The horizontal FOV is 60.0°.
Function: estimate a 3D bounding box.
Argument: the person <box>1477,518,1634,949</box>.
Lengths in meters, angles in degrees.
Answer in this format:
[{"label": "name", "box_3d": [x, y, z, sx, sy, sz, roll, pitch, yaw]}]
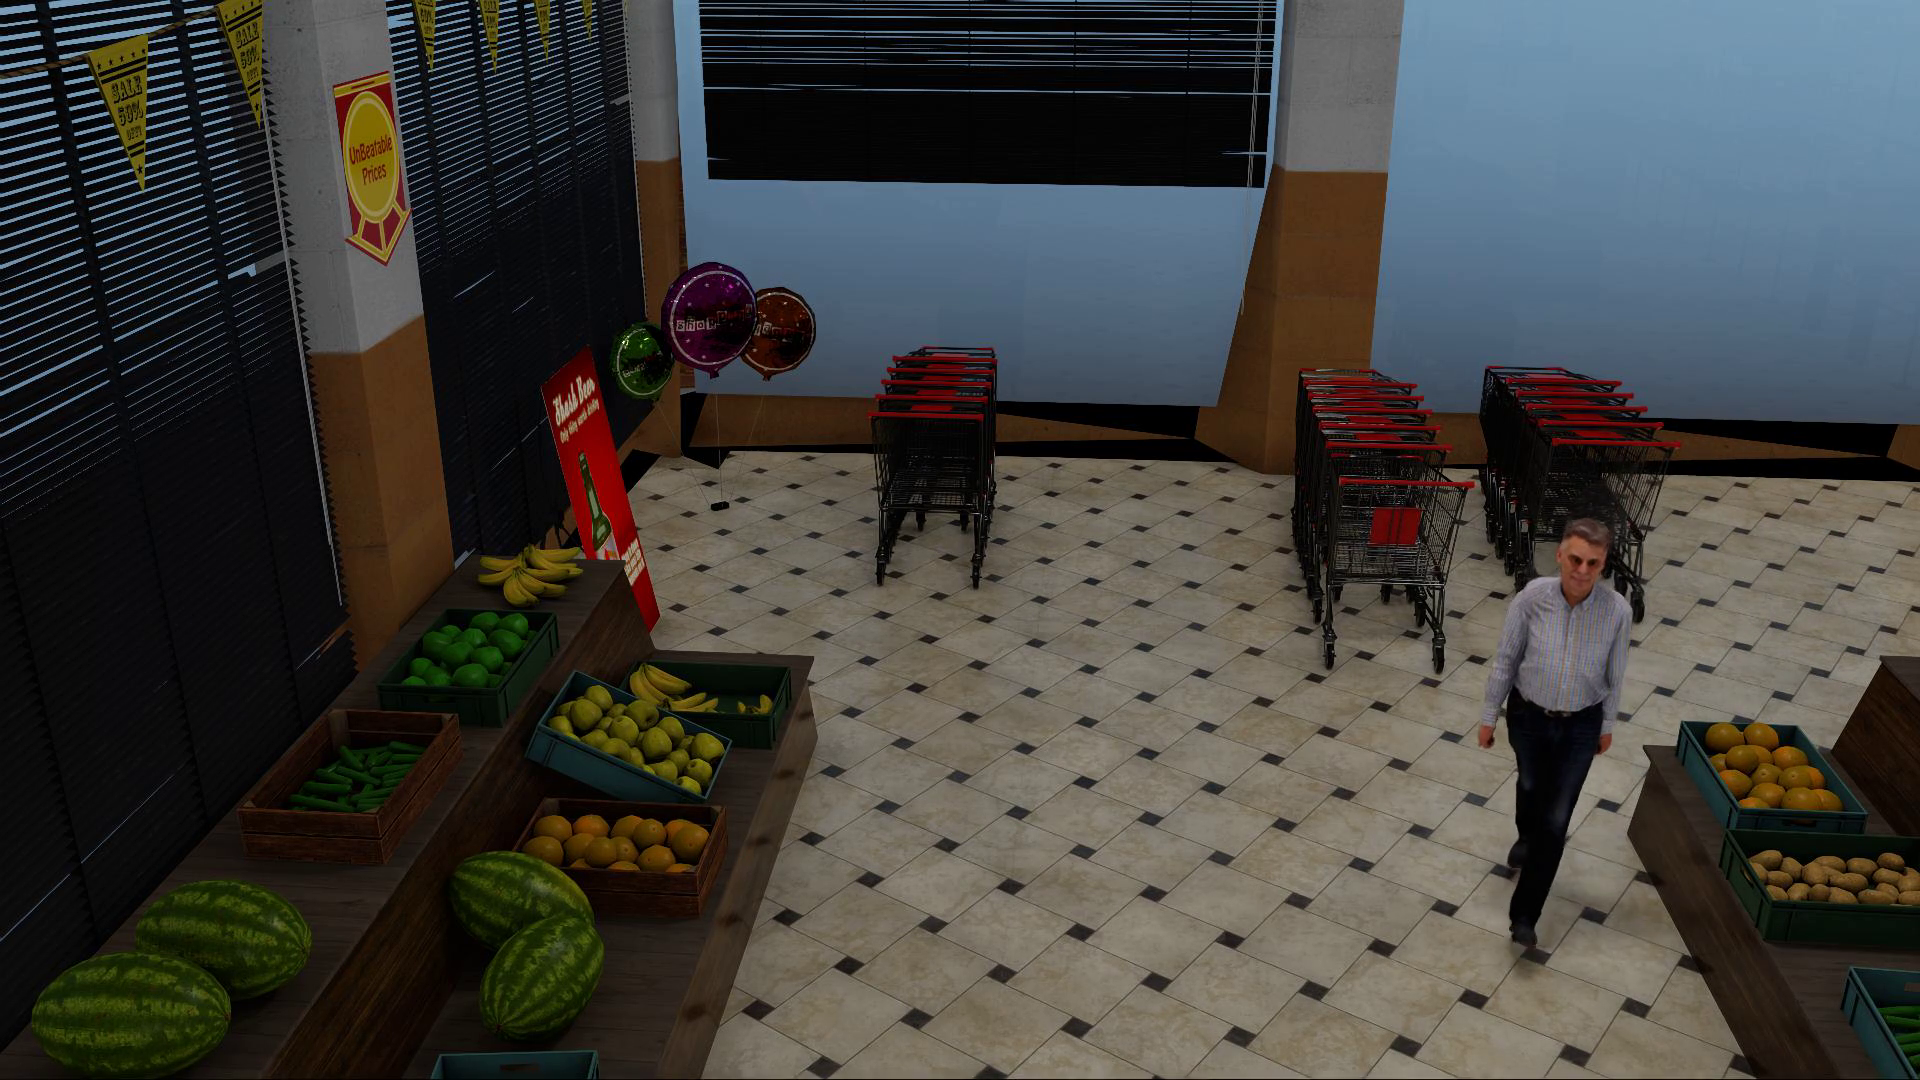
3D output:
[{"label": "person", "box_3d": [2.487, 0.724, 6.961, 0.967, 1.760, 1.308, 11, 24, 25]}]
